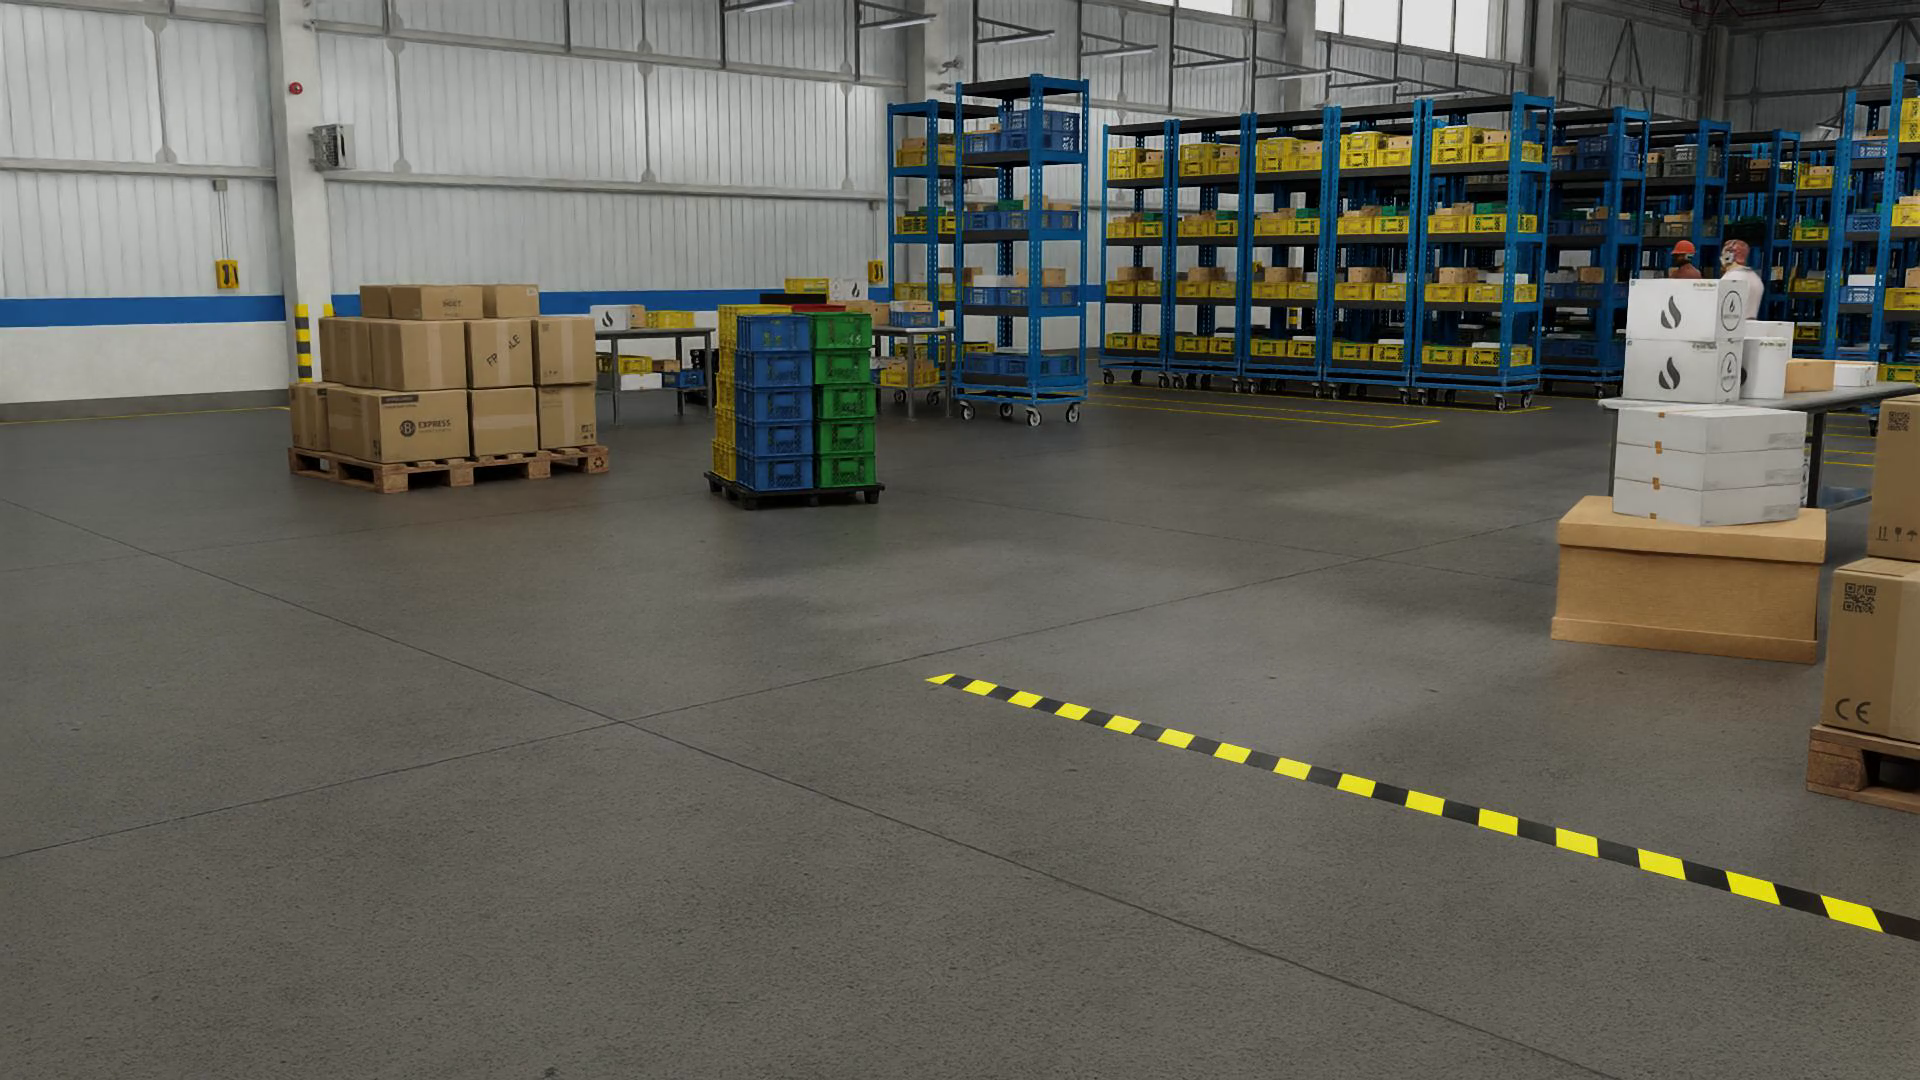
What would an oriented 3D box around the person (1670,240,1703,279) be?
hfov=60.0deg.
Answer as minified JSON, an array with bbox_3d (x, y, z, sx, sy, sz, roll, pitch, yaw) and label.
[{"bbox_3d":[9.467,-2.922,21.838,0.378,1.996,0.610,-1,10,-7],"label":"person"}]

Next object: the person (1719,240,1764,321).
[{"bbox_3d":[6.887,-1.720,14.916,0.660,1.906,0.412,-8,12,-39],"label":"person"}]
